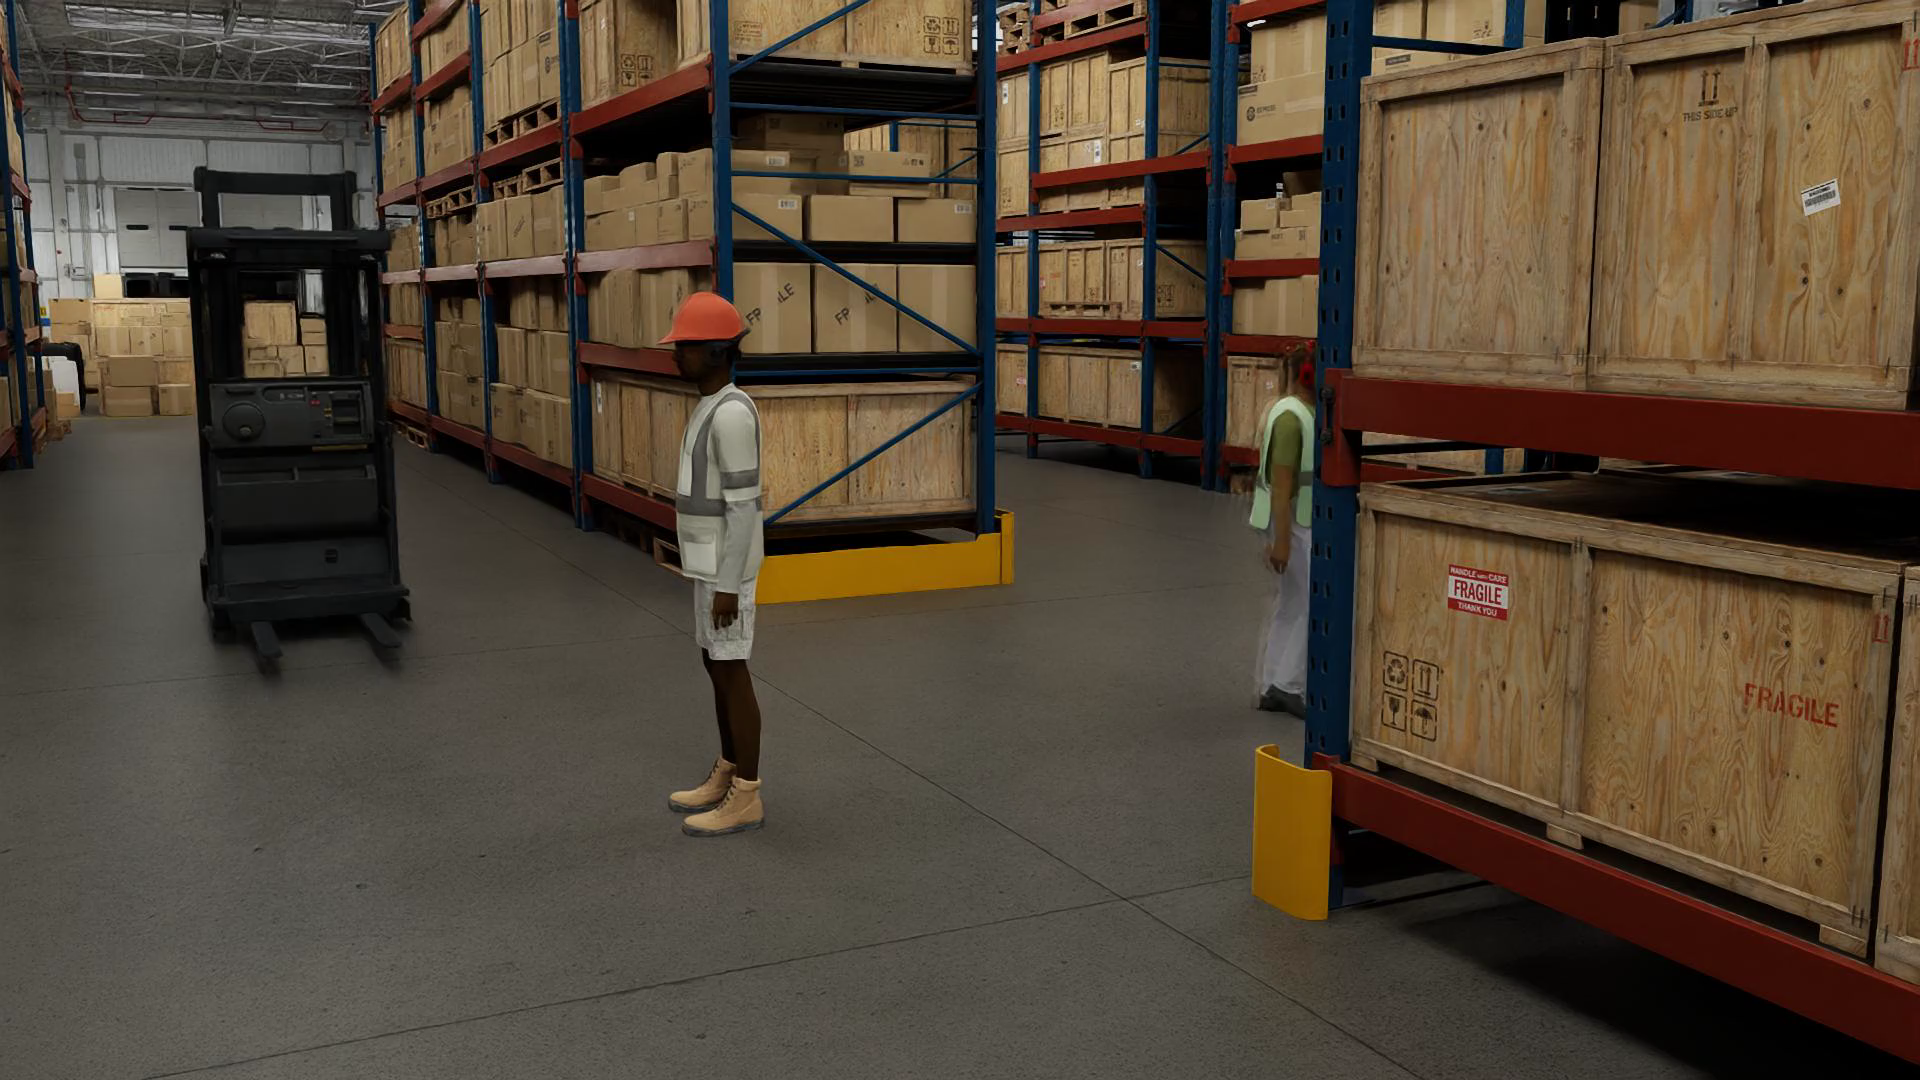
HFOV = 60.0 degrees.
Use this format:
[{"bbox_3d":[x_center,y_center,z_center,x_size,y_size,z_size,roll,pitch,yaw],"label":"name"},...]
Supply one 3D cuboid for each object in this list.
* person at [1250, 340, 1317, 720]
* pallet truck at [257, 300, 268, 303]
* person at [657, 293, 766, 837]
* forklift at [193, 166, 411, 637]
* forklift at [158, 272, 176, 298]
[{"bbox_3d":[1.654,-0.042,7.973,0.505,1.826,0.589,3,9,21],"label":"person"},{"bbox_3d":[-23.913,-7.404,58.171,1.885,1.965,0.823,-1,8,-9],"label":"pallet truck"},{"bbox_3d":[-0.937,0.094,6.312,0.373,2.043,0.615,-3,9,-17],"label":"person"},{"bbox_3d":[-4.290,-0.946,10.610,1.129,2.768,1.873,-4,9,-26],"label":"forklift"},{"bbox_3d":[-24.191,-6.780,50.842,1.873,2.768,1.129,-3,9,-19],"label":"forklift"}]
